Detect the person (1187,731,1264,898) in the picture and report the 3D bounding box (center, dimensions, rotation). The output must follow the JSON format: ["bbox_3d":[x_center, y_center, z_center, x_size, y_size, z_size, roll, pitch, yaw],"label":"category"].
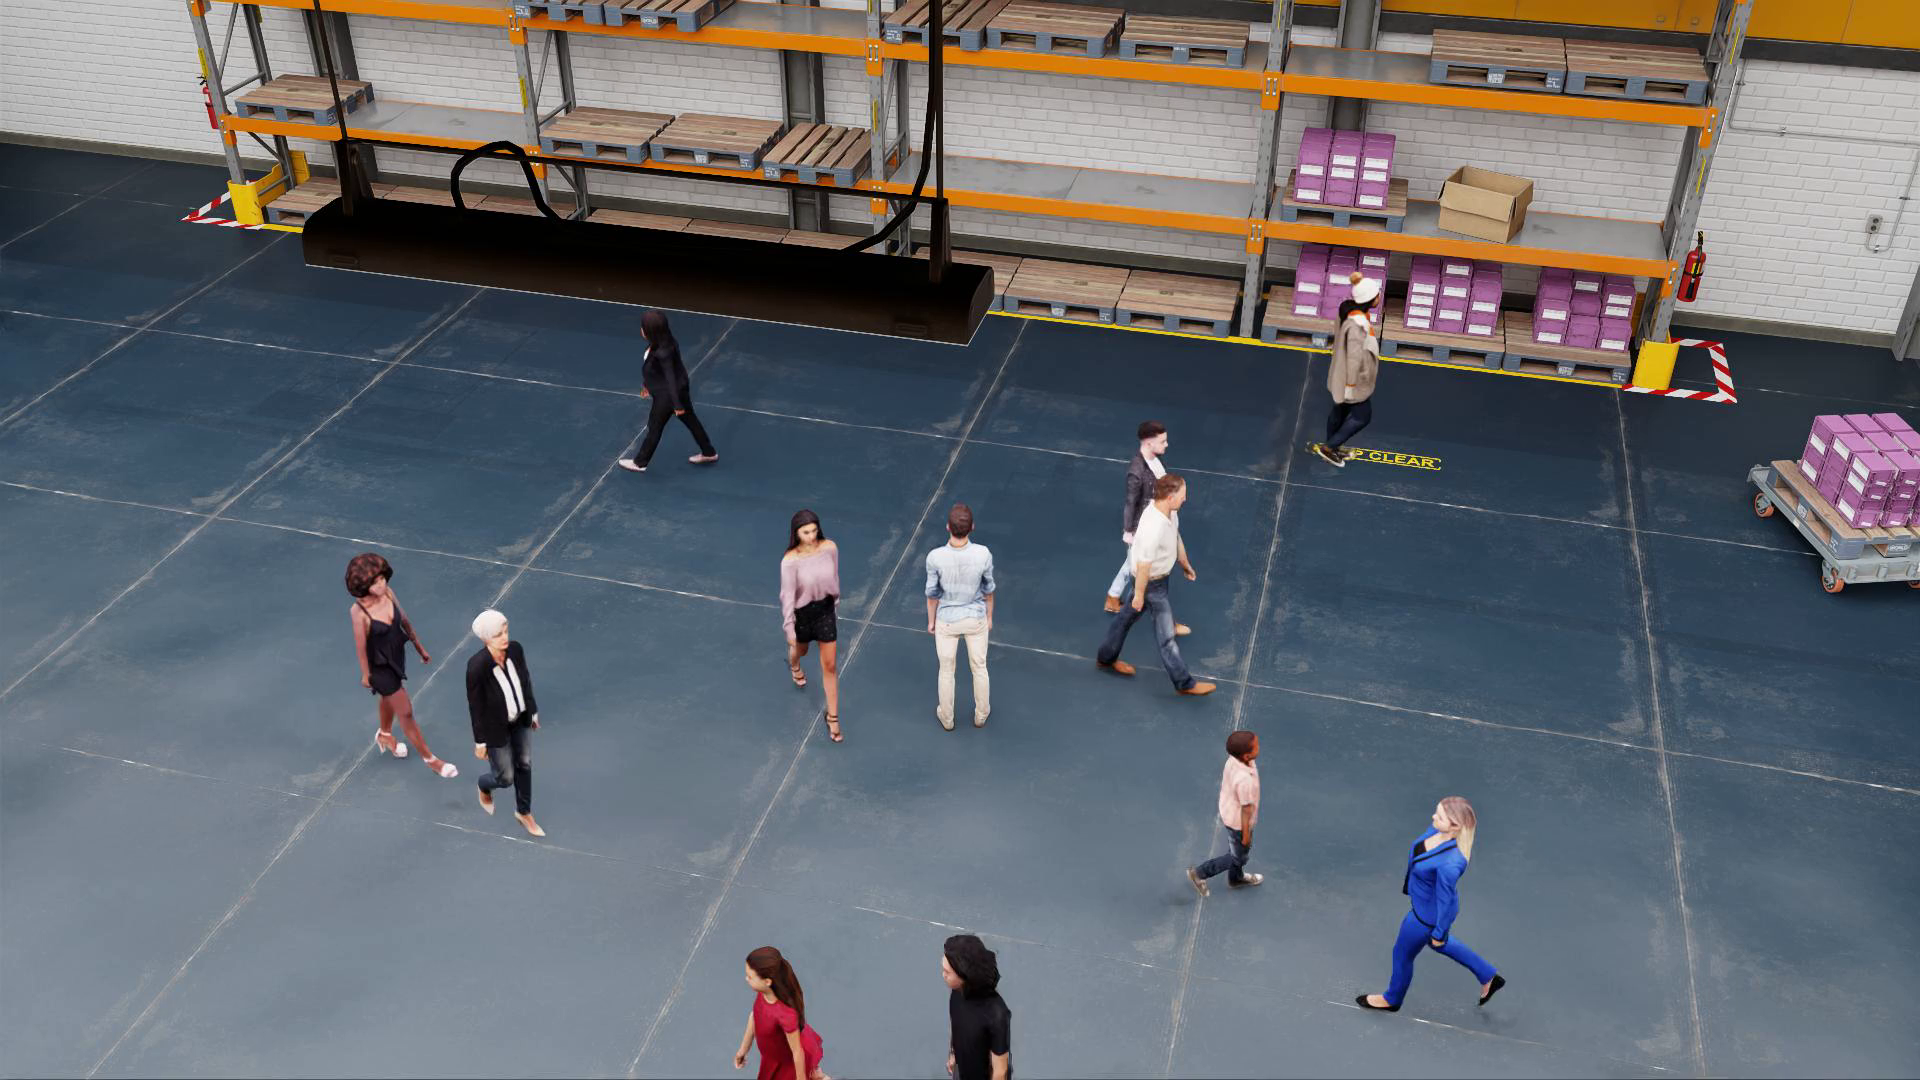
[{"bbox_3d":[1.698,1.737,10.455,0.819,1.298,0.654,-3,34,-4],"label":"person"}]

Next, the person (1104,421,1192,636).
[{"bbox_3d":[1.337,-0.119,12.785,0.979,1.810,0.732,12,36,18],"label":"person"}]

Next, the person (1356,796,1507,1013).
[{"bbox_3d":[2.805,2.128,9.525,1.055,1.677,0.645,7,34,10],"label":"person"}]

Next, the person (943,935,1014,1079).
[{"bbox_3d":[0.164,2.695,8.548,0.990,1.813,0.934,-23,40,-31],"label":"person"}]

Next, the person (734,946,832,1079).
[{"bbox_3d":[-0.843,2.702,8.820,1.122,1.501,0.999,-15,36,-21],"label":"person"}]

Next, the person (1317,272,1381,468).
[{"bbox_3d":[3.374,-1.499,14.795,0.792,1.883,0.788,-1,34,-1],"label":"person"}]

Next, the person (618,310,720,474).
[{"bbox_3d":[-2.487,-1.306,14.798,1.207,1.557,0.928,-6,34,-9],"label":"person"}]

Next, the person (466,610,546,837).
[{"bbox_3d":[-3.034,1.207,10.797,0.874,1.774,0.889,23,40,31],"label":"person"}]

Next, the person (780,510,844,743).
[{"bbox_3d":[-1.100,0.532,11.842,1.113,1.770,1.152,-16,37,-23],"label":"person"}]

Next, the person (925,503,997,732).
[{"bbox_3d":[0.007,0.554,11.740,0.612,1.847,0.776,-2,34,-4],"label":"person"}]

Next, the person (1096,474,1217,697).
[{"bbox_3d":[1.297,0.294,12.176,1.183,1.795,0.704,11,35,16],"label":"person"}]

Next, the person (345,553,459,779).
[{"bbox_3d":[-3.997,0.835,11.394,0.956,1.761,0.569,10,35,14],"label":"person"}]
